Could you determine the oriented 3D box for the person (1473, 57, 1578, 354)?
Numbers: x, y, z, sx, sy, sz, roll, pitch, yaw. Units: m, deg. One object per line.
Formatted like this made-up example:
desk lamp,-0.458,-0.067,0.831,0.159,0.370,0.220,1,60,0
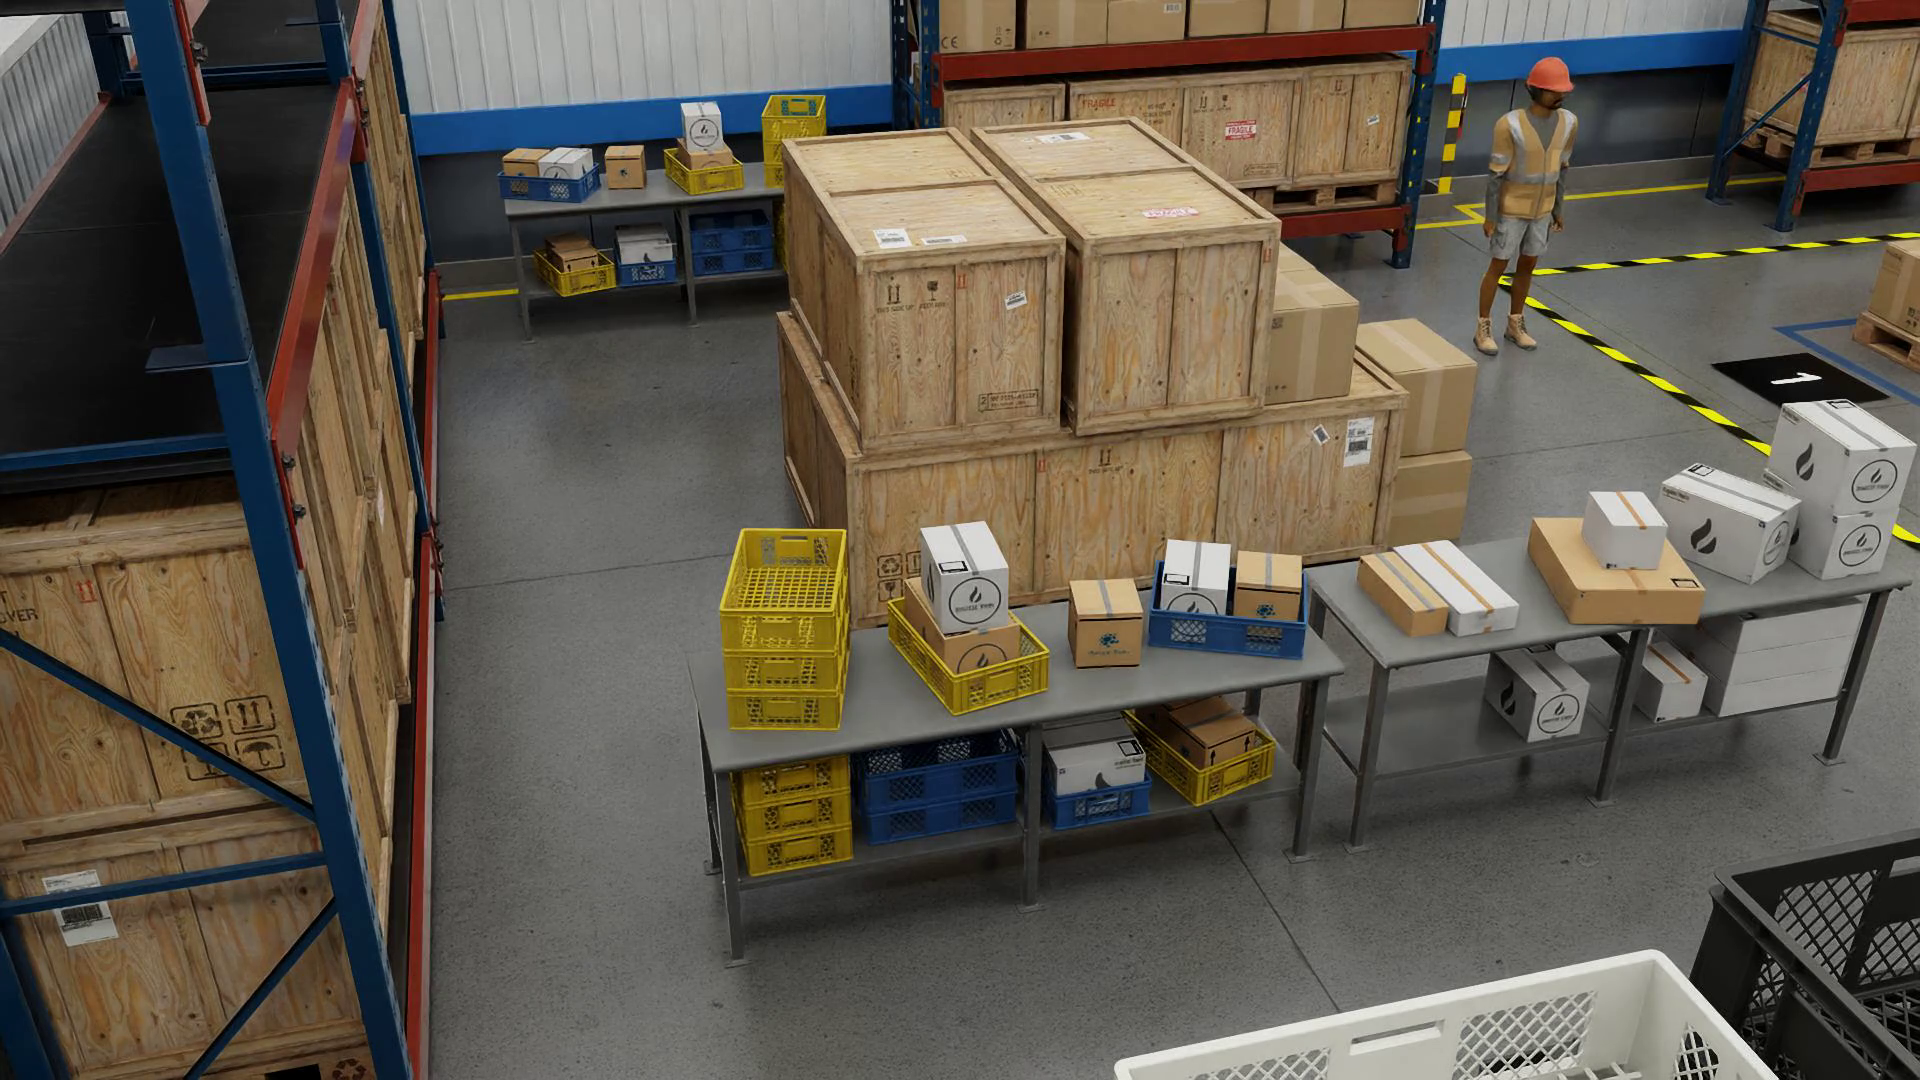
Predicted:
person,3.885,-2.271,11.403,0.613,2.042,0.372,-8,30,-14
